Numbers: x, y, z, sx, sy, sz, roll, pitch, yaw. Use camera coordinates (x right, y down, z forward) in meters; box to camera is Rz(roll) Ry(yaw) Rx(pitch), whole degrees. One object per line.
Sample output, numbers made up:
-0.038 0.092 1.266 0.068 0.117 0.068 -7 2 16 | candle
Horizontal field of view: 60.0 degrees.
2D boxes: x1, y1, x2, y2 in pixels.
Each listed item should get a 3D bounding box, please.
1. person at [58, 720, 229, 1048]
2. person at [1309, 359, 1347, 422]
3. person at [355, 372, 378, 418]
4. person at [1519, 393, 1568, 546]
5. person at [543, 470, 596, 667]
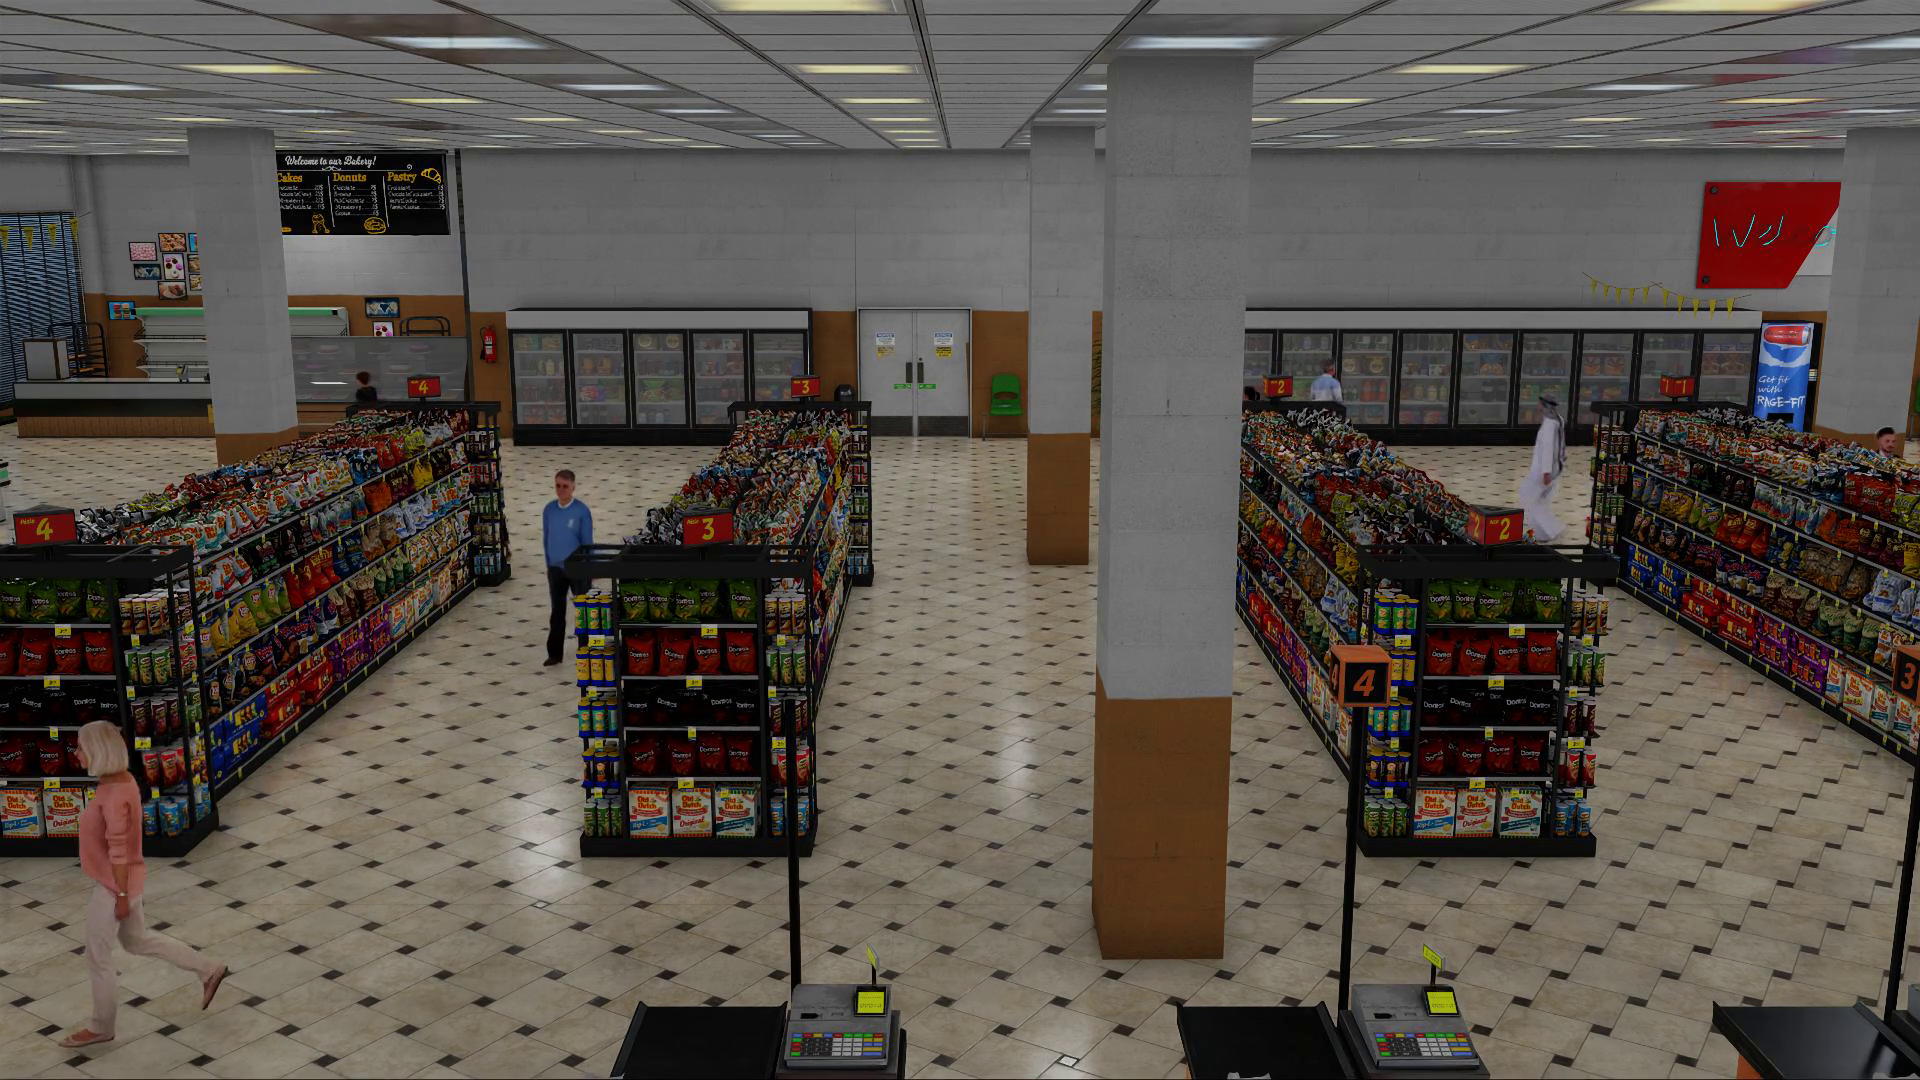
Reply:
-4.208 1.742 8.496 0.964 1.701 1.072 -6 13 -26 | person
5.479 -1.806 25.113 1.072 1.796 1.099 -7 14 -31 | person
-9.579 -2.002 26.894 0.725 1.445 0.660 10 15 39 | person
7.193 -0.823 20.158 0.940 1.915 0.904 7 14 29 | person
-3.595 0.230 15.474 0.789 1.784 1.056 2 12 10 | person
